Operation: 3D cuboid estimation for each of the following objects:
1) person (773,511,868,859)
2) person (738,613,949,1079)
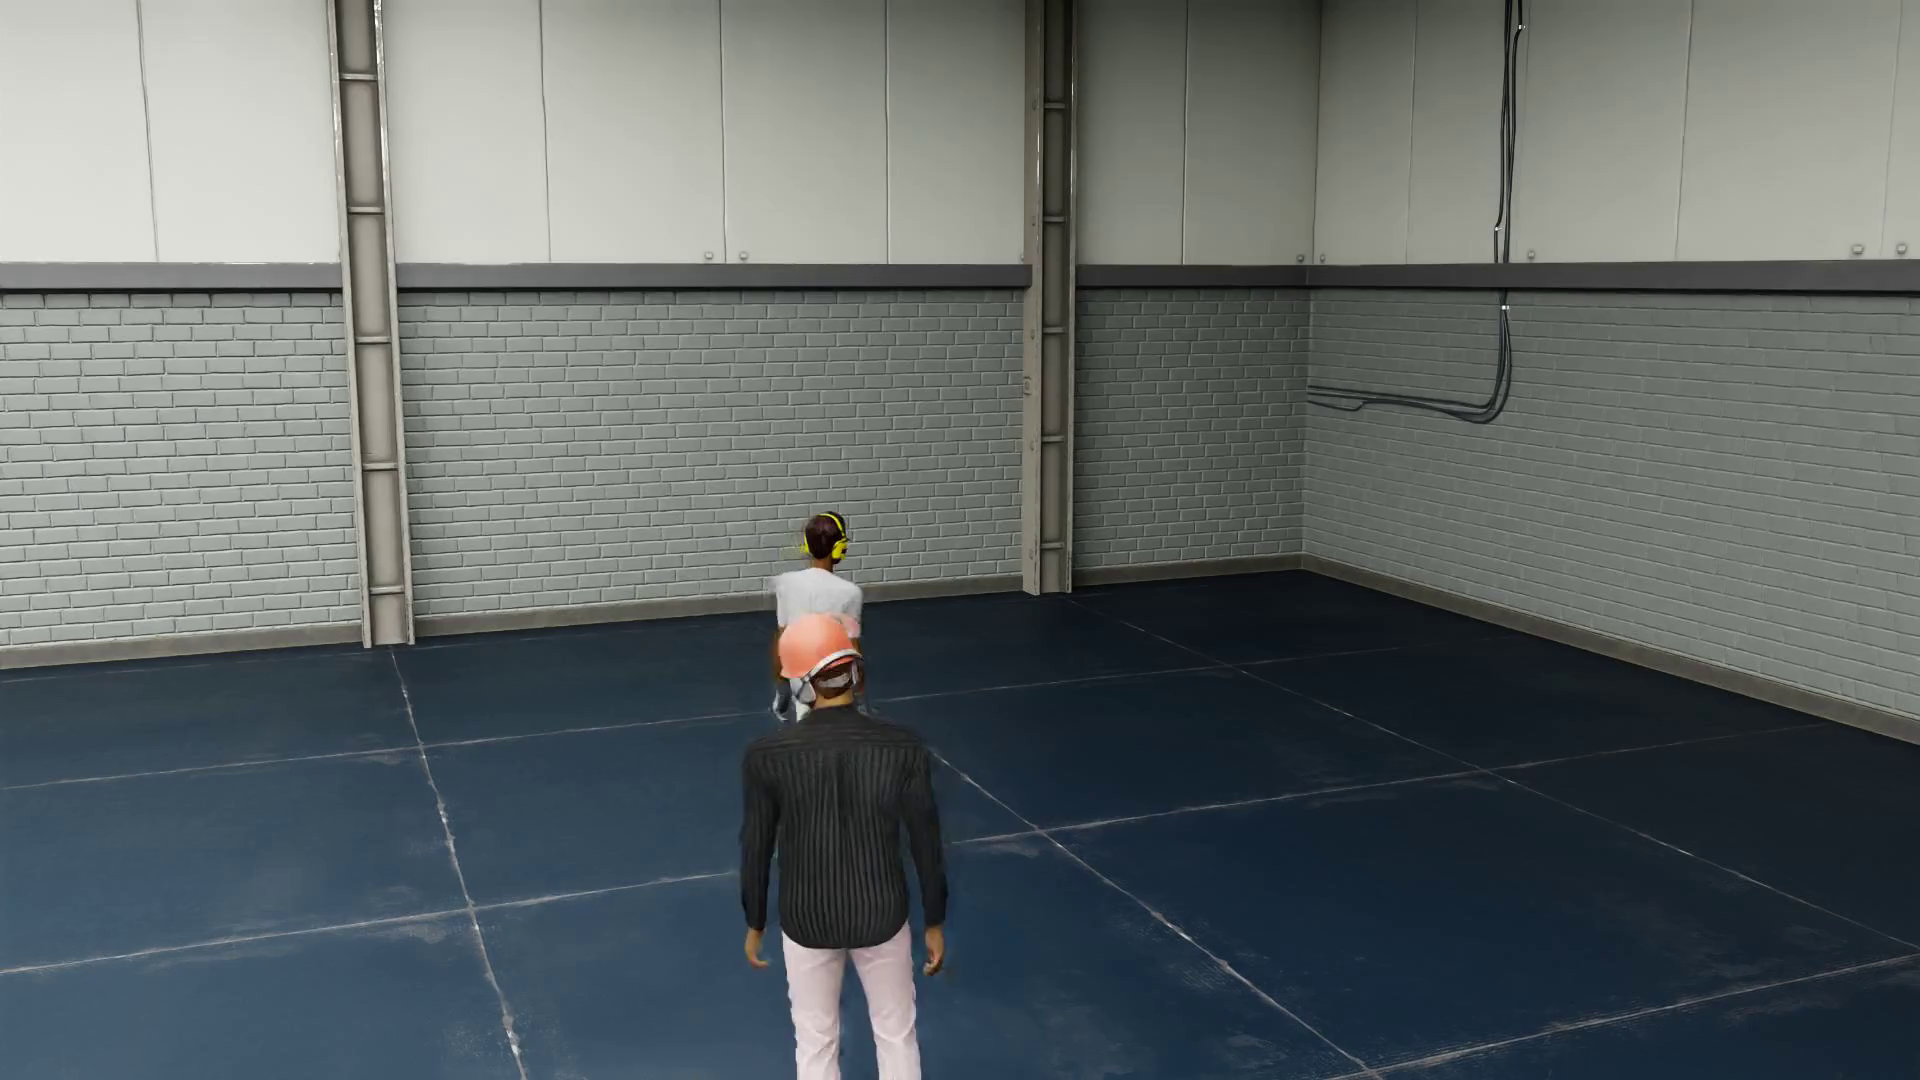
[{"bbox_3d":[-0.721,0.788,8.369,0.538,1.847,0.464,4,10,24],"label":"person"},{"bbox_3d":[-0.317,1.221,5.371,0.778,1.967,0.389,-1,9,-5],"label":"person"}]
